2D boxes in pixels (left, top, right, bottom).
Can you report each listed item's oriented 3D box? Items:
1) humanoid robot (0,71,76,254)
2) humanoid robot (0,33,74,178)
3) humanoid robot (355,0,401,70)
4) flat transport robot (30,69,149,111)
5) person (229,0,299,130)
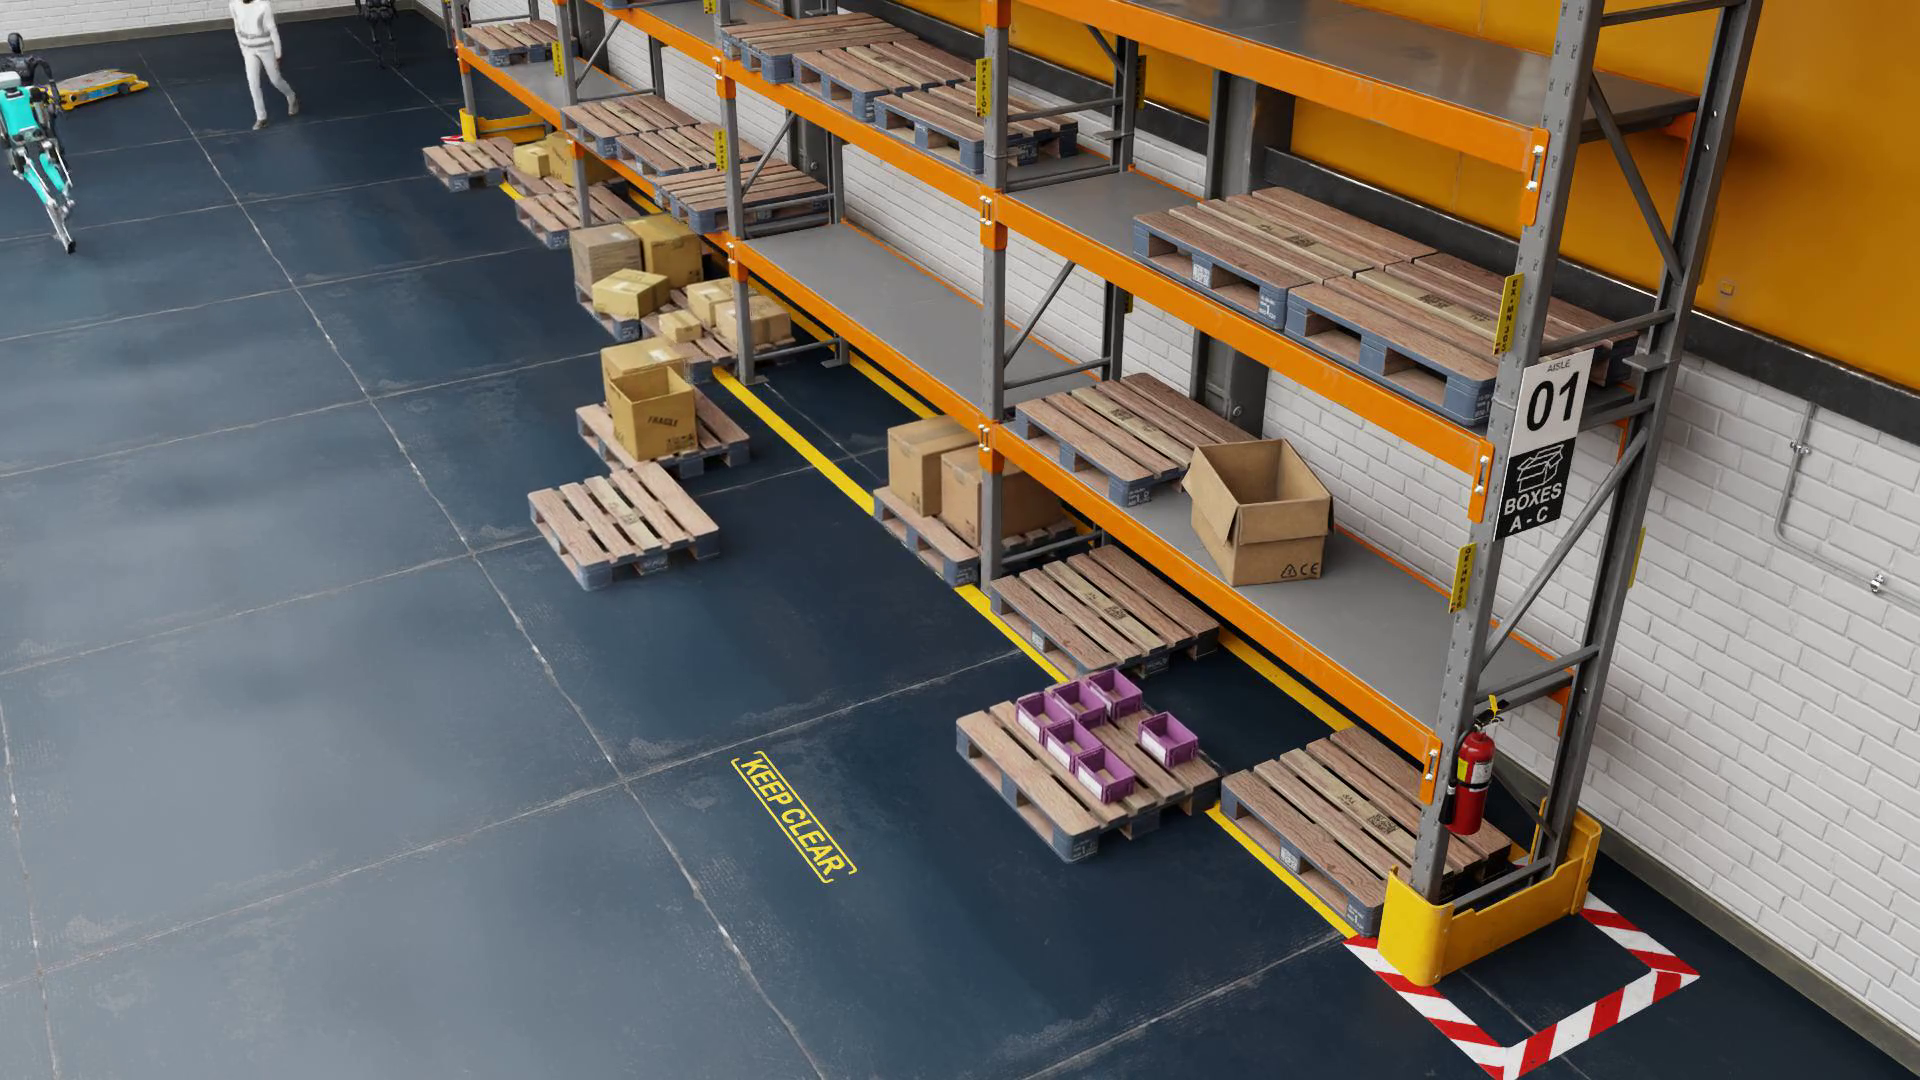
[{"bbox_3d":[-9.299,-3.777,16.884,0.848,1.845,0.562,26,38,37],"label":"humanoid robot"},{"bbox_3d":[-10.523,-4.957,18.958,0.603,1.641,0.348,-11,31,-18],"label":"humanoid robot"},{"bbox_3d":[-8.230,-7.505,23.440,0.599,1.656,0.315,-16,33,-26],"label":"humanoid robot"},{"bbox_3d":[-11.693,-6.025,22.269,0.659,0.231,1.431,13,32,22],"label":"flat transport robot"},{"bbox_3d":[-8.776,-6.178,20.938,0.583,1.855,0.877,4,30,7],"label":"person"}]
